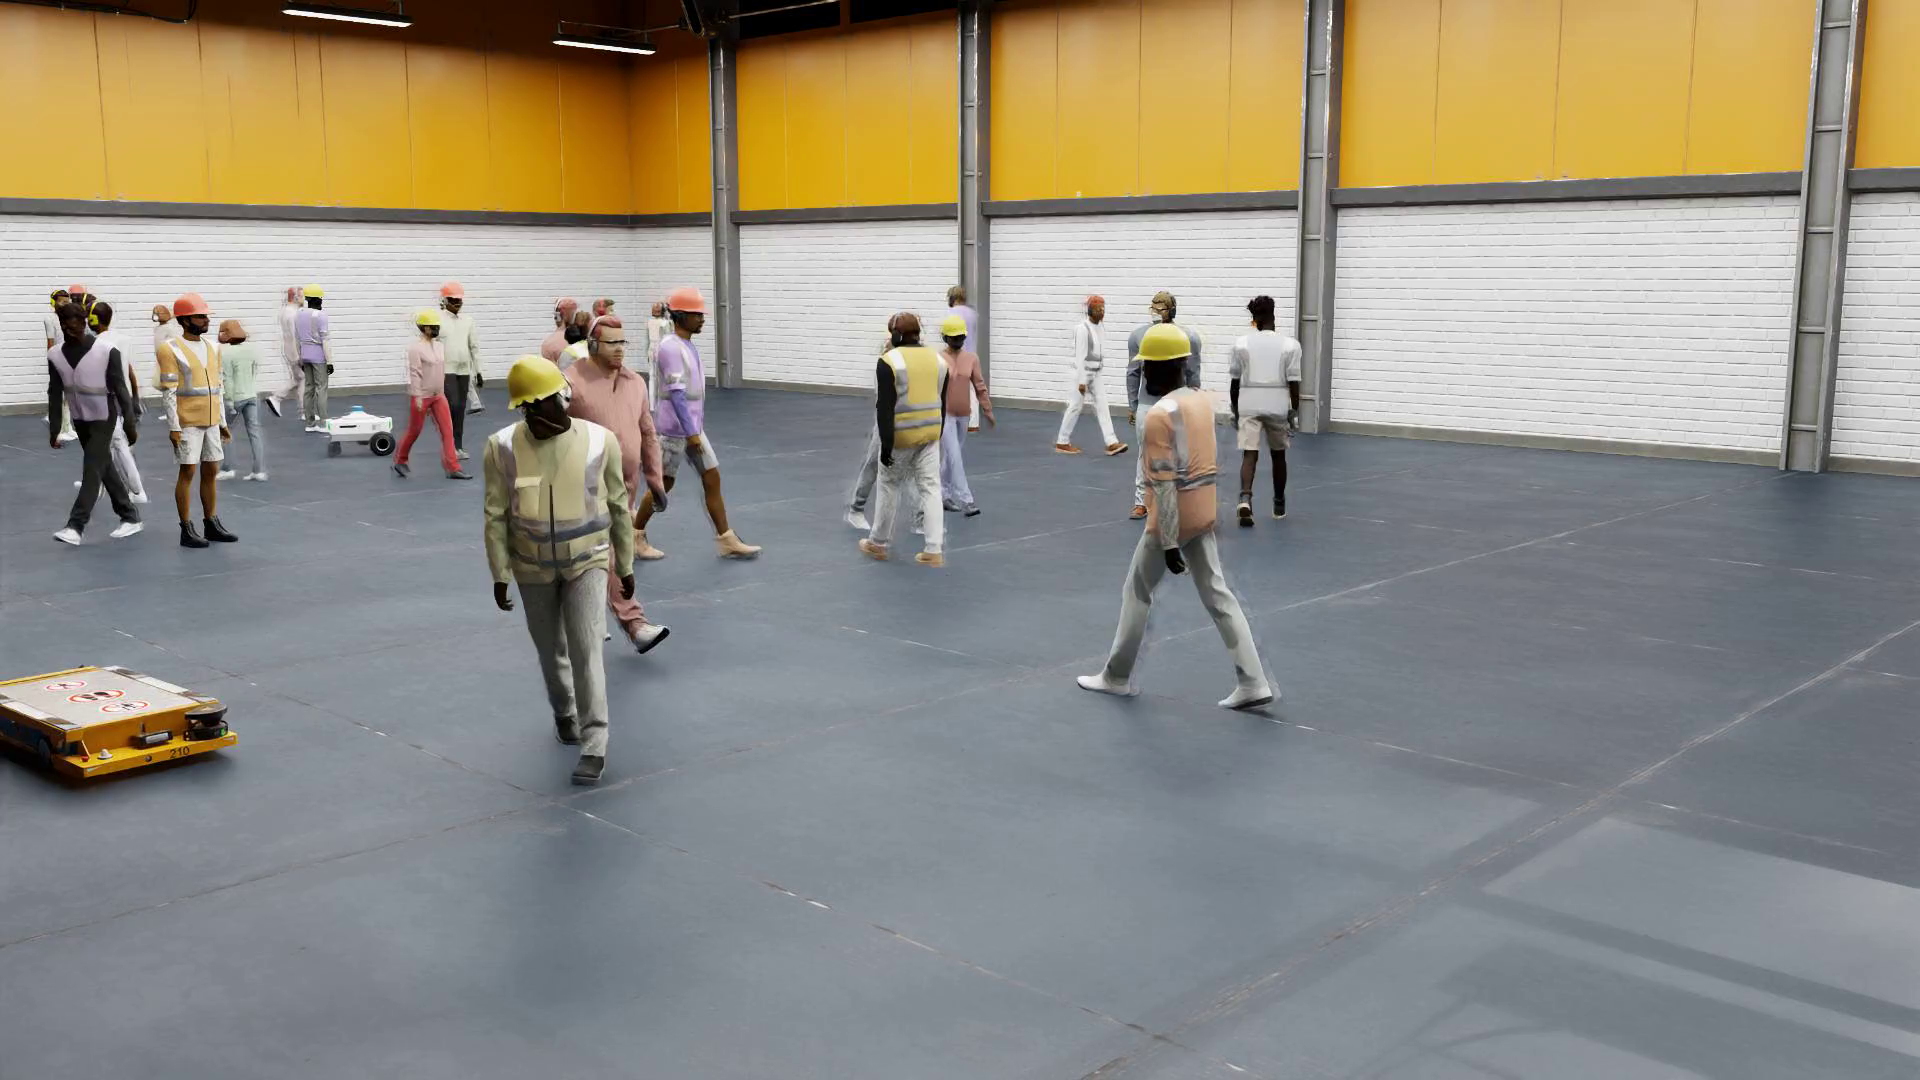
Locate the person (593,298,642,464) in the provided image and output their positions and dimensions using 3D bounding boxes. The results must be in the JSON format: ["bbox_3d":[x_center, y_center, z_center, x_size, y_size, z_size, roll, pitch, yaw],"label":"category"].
[{"bbox_3d":[-3.916,-1.687,17.864,0.852,1.816,0.574,-2,9,-11],"label":"person"}]

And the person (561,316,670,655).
[{"bbox_3d":[-1.900,-0.301,9.209,1.007,1.847,0.659,7,12,38],"label":"person"}]

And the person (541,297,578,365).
[{"bbox_3d":[-3.428,-1.225,14.831,0.647,1.877,0.886,-7,12,-38],"label":"person"}]

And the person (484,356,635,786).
[{"bbox_3d":[-1.712,0.091,7.121,0.608,1.767,0.918,-1,9,-7],"label":"person"}]

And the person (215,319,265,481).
[{"bbox_3d":[-7.263,-1.389,16.639,0.634,1.612,0.500,3,10,20],"label":"person"}]

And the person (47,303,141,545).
[{"bbox_3d":[-6.741,-0.892,12.848,0.603,1.851,0.972,2,10,14],"label":"person"}]

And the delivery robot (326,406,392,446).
[{"bbox_3d":[-6.835,-1.279,18.913,0.707,0.478,0.477,-4,10,-21],"label":"delivery robot"}]

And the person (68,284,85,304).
[{"bbox_3d":[-12.763,-2.742,24.095,0.849,1.906,0.438,-4,10,-23],"label":"person"}]

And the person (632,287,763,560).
[{"bbox_3d":[-1.994,-0.827,12.042,0.903,2.017,0.620,2,9,12],"label":"person"}]

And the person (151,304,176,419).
[{"bbox_3d":[-11.211,-2.514,23.507,0.504,1.620,0.405,6,11,32],"label":"person"}]

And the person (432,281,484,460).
[{"bbox_3d":[-5.569,-1.861,18.404,0.483,1.976,0.643,7,12,36],"label":"person"}]

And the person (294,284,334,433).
[{"bbox_3d":[-8.319,-2.338,21.490,0.585,1.928,0.369,5,11,28],"label":"person"}]

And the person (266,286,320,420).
[{"bbox_3d":[-9.302,-2.593,23.190,0.643,1.892,0.654,-5,11,-29],"label":"person"}]

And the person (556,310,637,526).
[{"bbox_3d":[-2.930,-0.917,13.163,0.908,1.808,0.622,2,10,14],"label":"person"}]

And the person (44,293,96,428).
[{"bbox_3d":[-11.366,-2.263,21.396,0.875,1.823,0.541,-8,12,-42],"label":"person"}]

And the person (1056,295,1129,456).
[{"bbox_3d":[1.493,-1.858,18.860,0.977,1.820,0.633,7,11,35],"label":"person"}]

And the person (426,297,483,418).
[{"bbox_3d":[-7.287,-2.635,23.782,0.960,1.779,0.603,-6,11,-33],"label":"person"}]

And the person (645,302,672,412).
[{"bbox_3d":[-4.428,-2.692,24.551,0.523,1.636,0.310,6,11,34],"label":"person"}]

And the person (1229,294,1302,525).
[{"bbox_3d":[2.530,-1.083,13.856,0.600,1.923,0.894,2,9,12],"label":"person"}]

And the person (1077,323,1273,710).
[{"bbox_3d":[1.075,-0.109,8.030,1.026,1.873,0.584,8,12,40],"label":"person"}]

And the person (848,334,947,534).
[{"bbox_3d":[-0.540,-0.895,13.402,0.927,1.687,0.502,7,12,36],"label":"person"}]

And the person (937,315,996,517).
[{"bbox_3d":[0.009,-1.059,14.250,0.644,1.714,0.848,-6,11,-35],"label":"person"}]

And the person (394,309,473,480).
[{"bbox_3d":[-5.397,-1.470,16.784,0.897,1.727,0.540,4,10,24],"label":"person"}]

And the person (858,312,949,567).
[{"bbox_3d":[-0.414,-0.730,12.009,0.654,1.801,0.895,-7,12,-36],"label":"person"}]

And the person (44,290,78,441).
[{"bbox_3d":[-11.119,-2.162,20.637,0.329,1.857,0.513,0,9,1],"label":"person"}]

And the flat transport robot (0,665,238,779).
[{"bbox_3d":[-3.906,0.779,7.448,1.431,0.197,0.652,8,12,39],"label":"flat transport robot"}]

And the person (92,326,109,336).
[{"bbox_3d":[-12.485,-2.629,24.257,0.319,1.602,0.694,0,9,1],"label":"person"}]

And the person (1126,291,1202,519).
[{"bbox_3d":[1.711,-1.126,14.040,0.629,1.937,0.376,3,10,16],"label":"person"}]

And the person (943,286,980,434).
[{"bbox_3d":[-0.105,-2.324,21.503,0.971,1.895,0.641,8,12,42],"label":"person"}]

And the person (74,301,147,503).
[{"bbox_3d":[-7.814,-1.246,15.114,0.945,1.827,0.552,2,10,13],"label":"person"}]

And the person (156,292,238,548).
[{"bbox_3d":[-5.835,-0.918,12.743,0.348,1.942,0.546,4,10,22],"label":"person"}]
